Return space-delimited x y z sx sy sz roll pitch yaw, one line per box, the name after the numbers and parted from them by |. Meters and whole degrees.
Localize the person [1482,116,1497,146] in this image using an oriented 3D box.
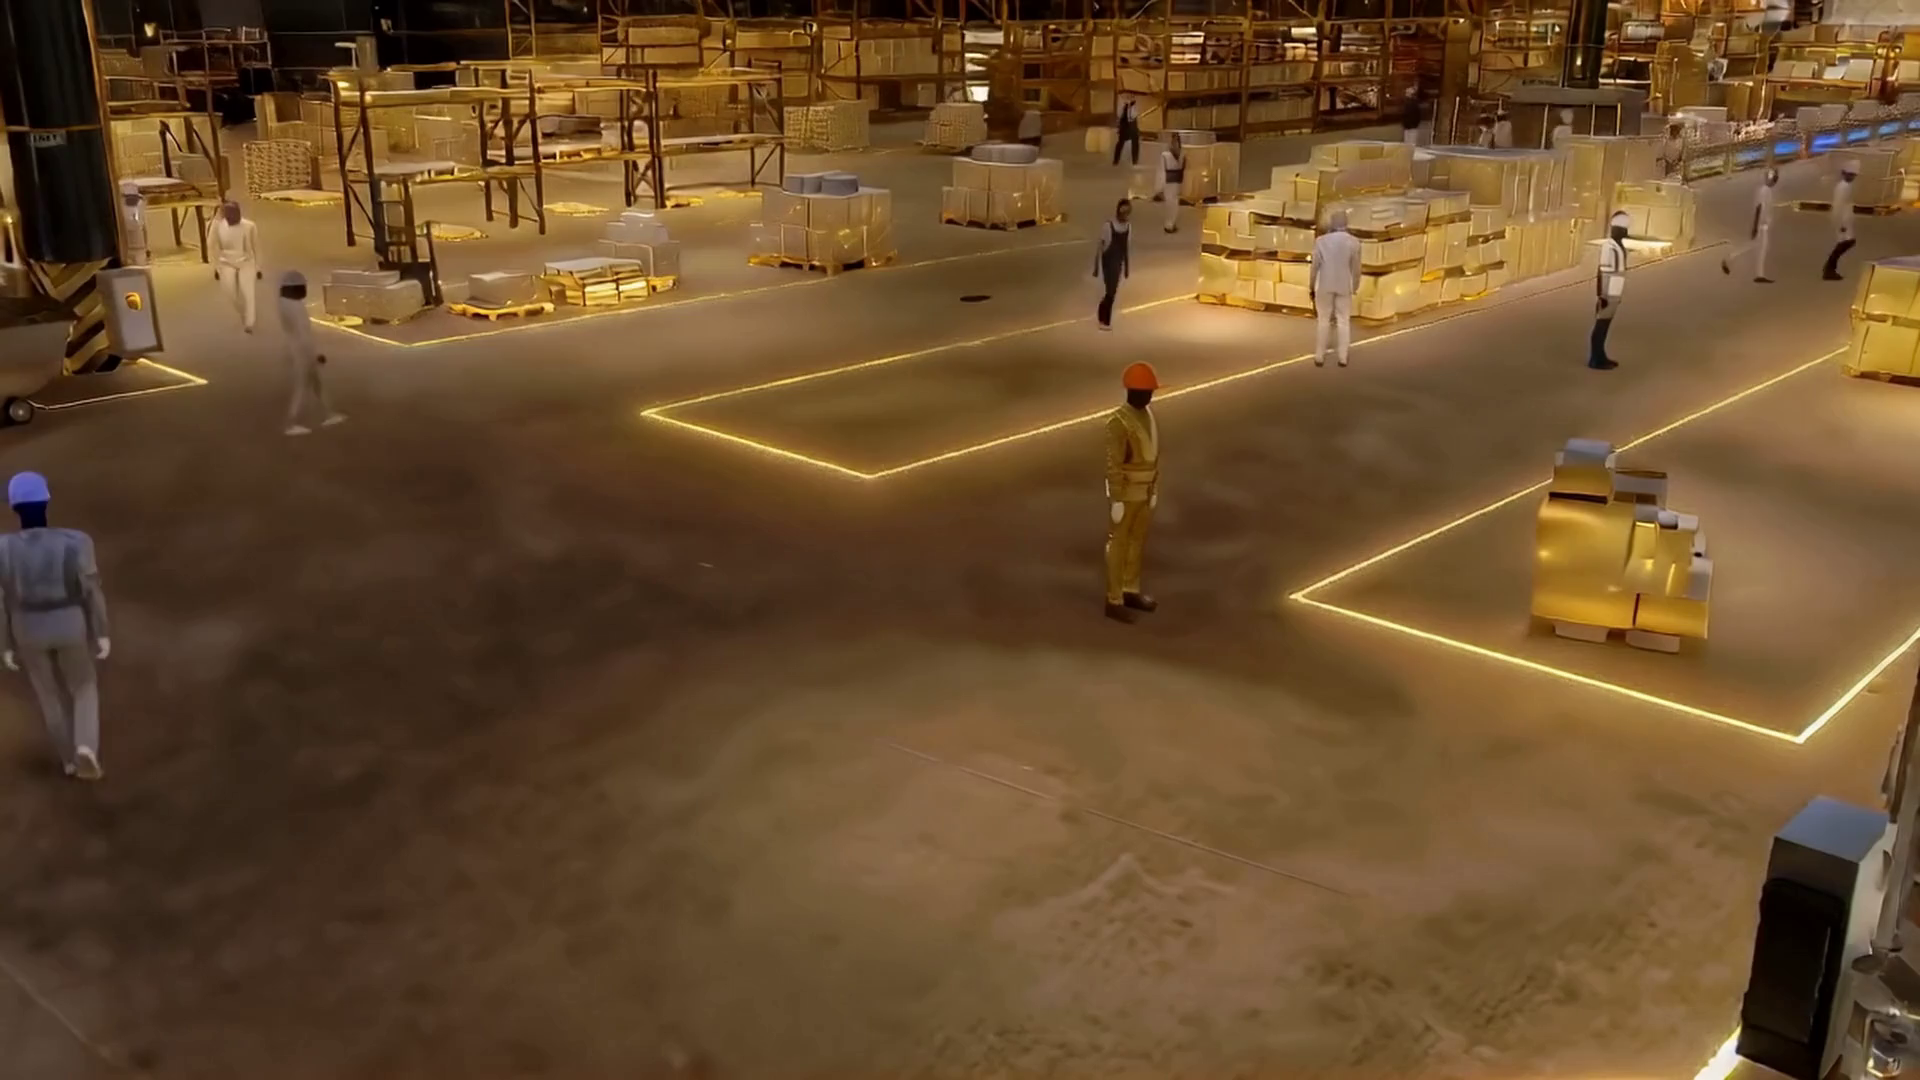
11.716 -8.443 36.822 0.573 1.849 0.553 13 22 34 | person

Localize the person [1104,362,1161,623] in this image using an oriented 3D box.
1.285 -0.366 12.339 0.394 1.946 0.618 12 22 32 | person

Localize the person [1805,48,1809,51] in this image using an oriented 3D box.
41.654 -23.346 81.935 0.550 1.716 0.887 15 24 38 | person

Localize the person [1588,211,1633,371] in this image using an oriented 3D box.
8.033 -3.079 20.523 0.347 1.943 0.544 13 22 35 | person

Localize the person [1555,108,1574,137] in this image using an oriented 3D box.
13.739 -8.791 37.730 0.633 1.941 0.611 -15 24 -39 | person

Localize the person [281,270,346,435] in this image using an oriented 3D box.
-6.897 -1.991 17.609 0.795 1.715 0.501 -12 22 -33 | person

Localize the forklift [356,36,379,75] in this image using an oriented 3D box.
-22.085 -17.432 62.302 1.129 2.768 1.873 17 25 41 | forklift

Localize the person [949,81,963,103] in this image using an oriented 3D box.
-0.090 -12.827 50.002 0.418 1.870 0.614 -16 24 -39 | person

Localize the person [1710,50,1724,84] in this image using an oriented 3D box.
33.219 -20.489 72.991 0.551 1.932 0.376 -2 18 -5 | person

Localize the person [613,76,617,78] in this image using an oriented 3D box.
-11.817 -15.261 57.723 0.325 1.626 0.510 -15 24 -38 | person

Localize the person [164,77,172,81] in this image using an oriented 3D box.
-24.570 -13.544 52.125 0.911 1.909 0.633 -1 18 -4 | person

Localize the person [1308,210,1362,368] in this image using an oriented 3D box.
4.621 -3.094 20.574 0.627 1.940 0.375 2 18 6 | person

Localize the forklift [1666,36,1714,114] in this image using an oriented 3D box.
27.341 -17.291 61.877 1.129 2.768 1.873 17 25 41 | forklift

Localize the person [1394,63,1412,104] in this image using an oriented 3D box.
16.524 -16.867 62.207 0.648 1.855 0.986 -13 23 -35 | person

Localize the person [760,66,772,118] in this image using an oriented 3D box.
-7.063 -16.333 60.616 0.429 1.844 0.626 2 18 7 | person

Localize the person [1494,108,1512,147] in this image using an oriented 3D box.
13.207 -9.667 40.670 0.541 1.746 0.582 -4 19 -12 | person

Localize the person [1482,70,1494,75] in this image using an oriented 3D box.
22.661 -19.850 71.435 0.529 1.697 0.321 6 19 18 | person

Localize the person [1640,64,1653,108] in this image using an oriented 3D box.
26.985 -17.839 65.383 0.553 1.684 0.363 12 22 31 | person

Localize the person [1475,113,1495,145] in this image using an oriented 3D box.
12.468 -9.298 39.621 0.538 1.718 0.925 -4 19 -12 | person

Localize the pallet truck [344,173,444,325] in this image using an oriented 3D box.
-8.209 -4.181 23.757 0.823 1.965 1.885 3 19 9 | pallet truck

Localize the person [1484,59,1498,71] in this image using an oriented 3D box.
22.907 -20.155 71.833 0.605 2.038 0.400 7 20 21 | person

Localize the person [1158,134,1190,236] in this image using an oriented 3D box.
4.133 -6.728 31.598 0.620 1.885 0.883 -9 20 -25 | person

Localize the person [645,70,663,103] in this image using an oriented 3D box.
-10.383 -14.999 56.497 0.595 1.910 0.383 1 18 3 | person

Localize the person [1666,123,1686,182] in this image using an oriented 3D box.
15.879 -8.409 36.979 0.317 1.692 0.534 -1 18 -4 | person

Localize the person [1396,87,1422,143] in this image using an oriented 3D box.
12.154 -11.233 45.043 0.704 1.973 0.461 -1 18 -2 | person

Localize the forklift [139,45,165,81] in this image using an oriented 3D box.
-25.287 -14.121 52.325 1.129 2.768 1.873 17 25 41 | forklift

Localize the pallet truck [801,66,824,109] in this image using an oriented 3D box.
-4.812 -15.182 56.903 0.823 1.965 1.885 -9 21 -26 | pallet truck

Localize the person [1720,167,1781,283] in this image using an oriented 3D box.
12.745 -5.067 26.708 0.775 1.841 0.545 9 21 26 | person

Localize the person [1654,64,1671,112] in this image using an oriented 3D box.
26.701 -17.176 63.259 0.601 1.784 0.946 16 24 40 | person

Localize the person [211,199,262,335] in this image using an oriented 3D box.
-9.793 -3.707 22.588 0.649 1.829 0.482 -3 19 -8 | person

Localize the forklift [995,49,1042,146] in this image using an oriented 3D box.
1.475 -13.022 49.016 1.129 2.768 1.873 17 25 41 | forklift

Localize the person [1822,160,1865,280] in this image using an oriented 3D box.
14.221 -5.130 26.738 0.443 1.916 0.566 11 21 30 | person

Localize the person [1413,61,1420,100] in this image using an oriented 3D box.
18.934 -19.061 69.159 0.279 1.631 0.504 8 20 22 | person

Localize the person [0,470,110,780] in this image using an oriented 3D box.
-5.291 0.538 9.685 0.587 1.910 0.573 -8 20 -23 | person

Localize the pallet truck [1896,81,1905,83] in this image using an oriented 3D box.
34.802 -16.331 61.455 0.653 1.274 1.630 17 25 41 | pallet truck

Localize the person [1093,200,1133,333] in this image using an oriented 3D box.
2.087 -3.719 22.670 0.584 1.806 0.474 -16 24 -40 | person

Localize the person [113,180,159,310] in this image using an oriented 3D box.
-11.955 -4.244 24.092 0.420 1.910 0.592 9 20 25 | person

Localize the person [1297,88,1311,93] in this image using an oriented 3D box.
14.882 -20.157 72.218 0.956 1.779 0.601 -15 23 -37 | person

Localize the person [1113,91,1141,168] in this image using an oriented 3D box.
4.501 -10.812 43.670 0.999 2.000 0.752 -10 21 -28 | person
